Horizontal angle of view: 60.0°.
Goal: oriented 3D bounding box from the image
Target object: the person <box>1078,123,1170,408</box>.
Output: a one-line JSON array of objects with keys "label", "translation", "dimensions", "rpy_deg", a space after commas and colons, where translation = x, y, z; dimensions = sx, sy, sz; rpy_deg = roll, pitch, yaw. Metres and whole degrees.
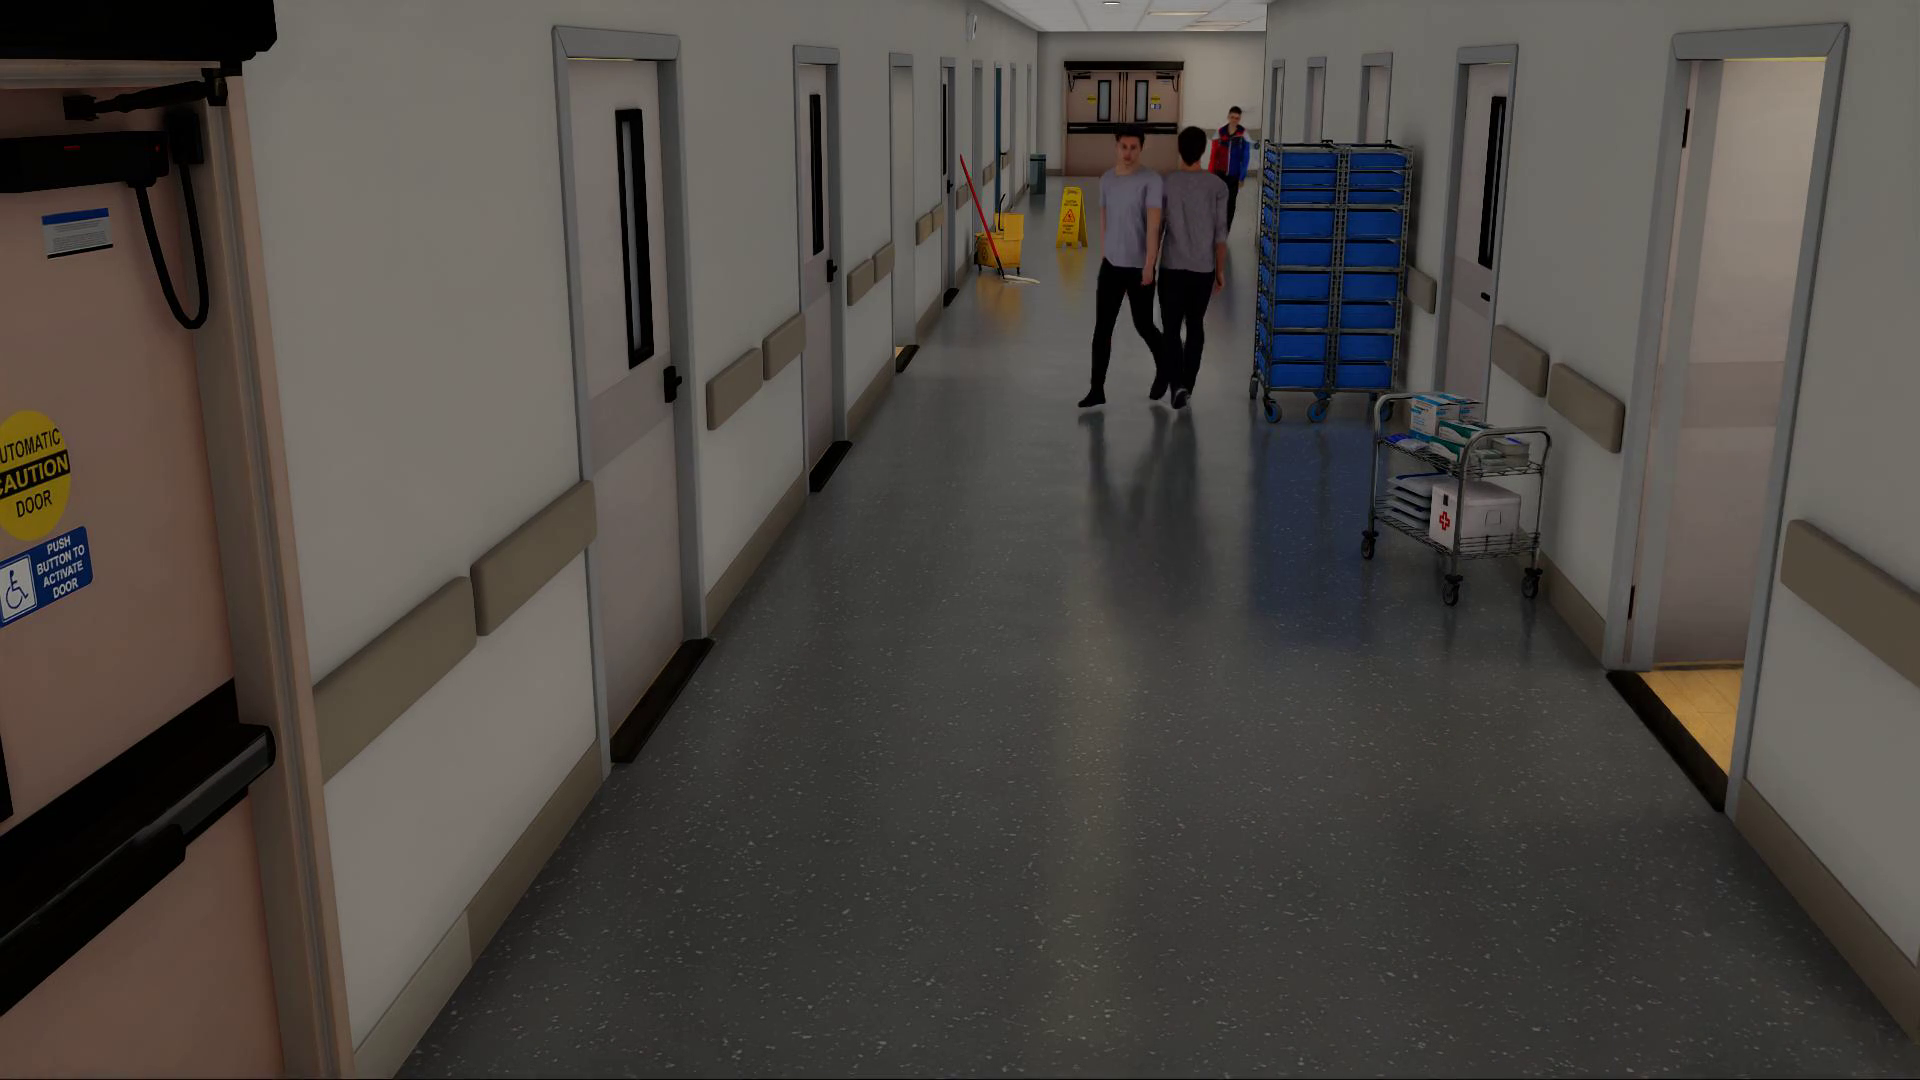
[{"label": "person", "translation": [1.181, -1.810, 11.064], "dimensions": [0.999, 1.840, 1.216], "rpy_deg": [10, 19, 33]}]

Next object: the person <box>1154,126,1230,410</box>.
[{"label": "person", "translation": [1.489, -1.750, 10.907], "dimensions": [0.720, 1.808, 1.152], "rpy_deg": [0, 16, 0]}]

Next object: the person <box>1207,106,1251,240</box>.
[{"label": "person", "translation": [3.519, -4.716, 21.792], "dimensions": [0.764, 1.611, 1.129], "rpy_deg": [4, 16, 13]}]
